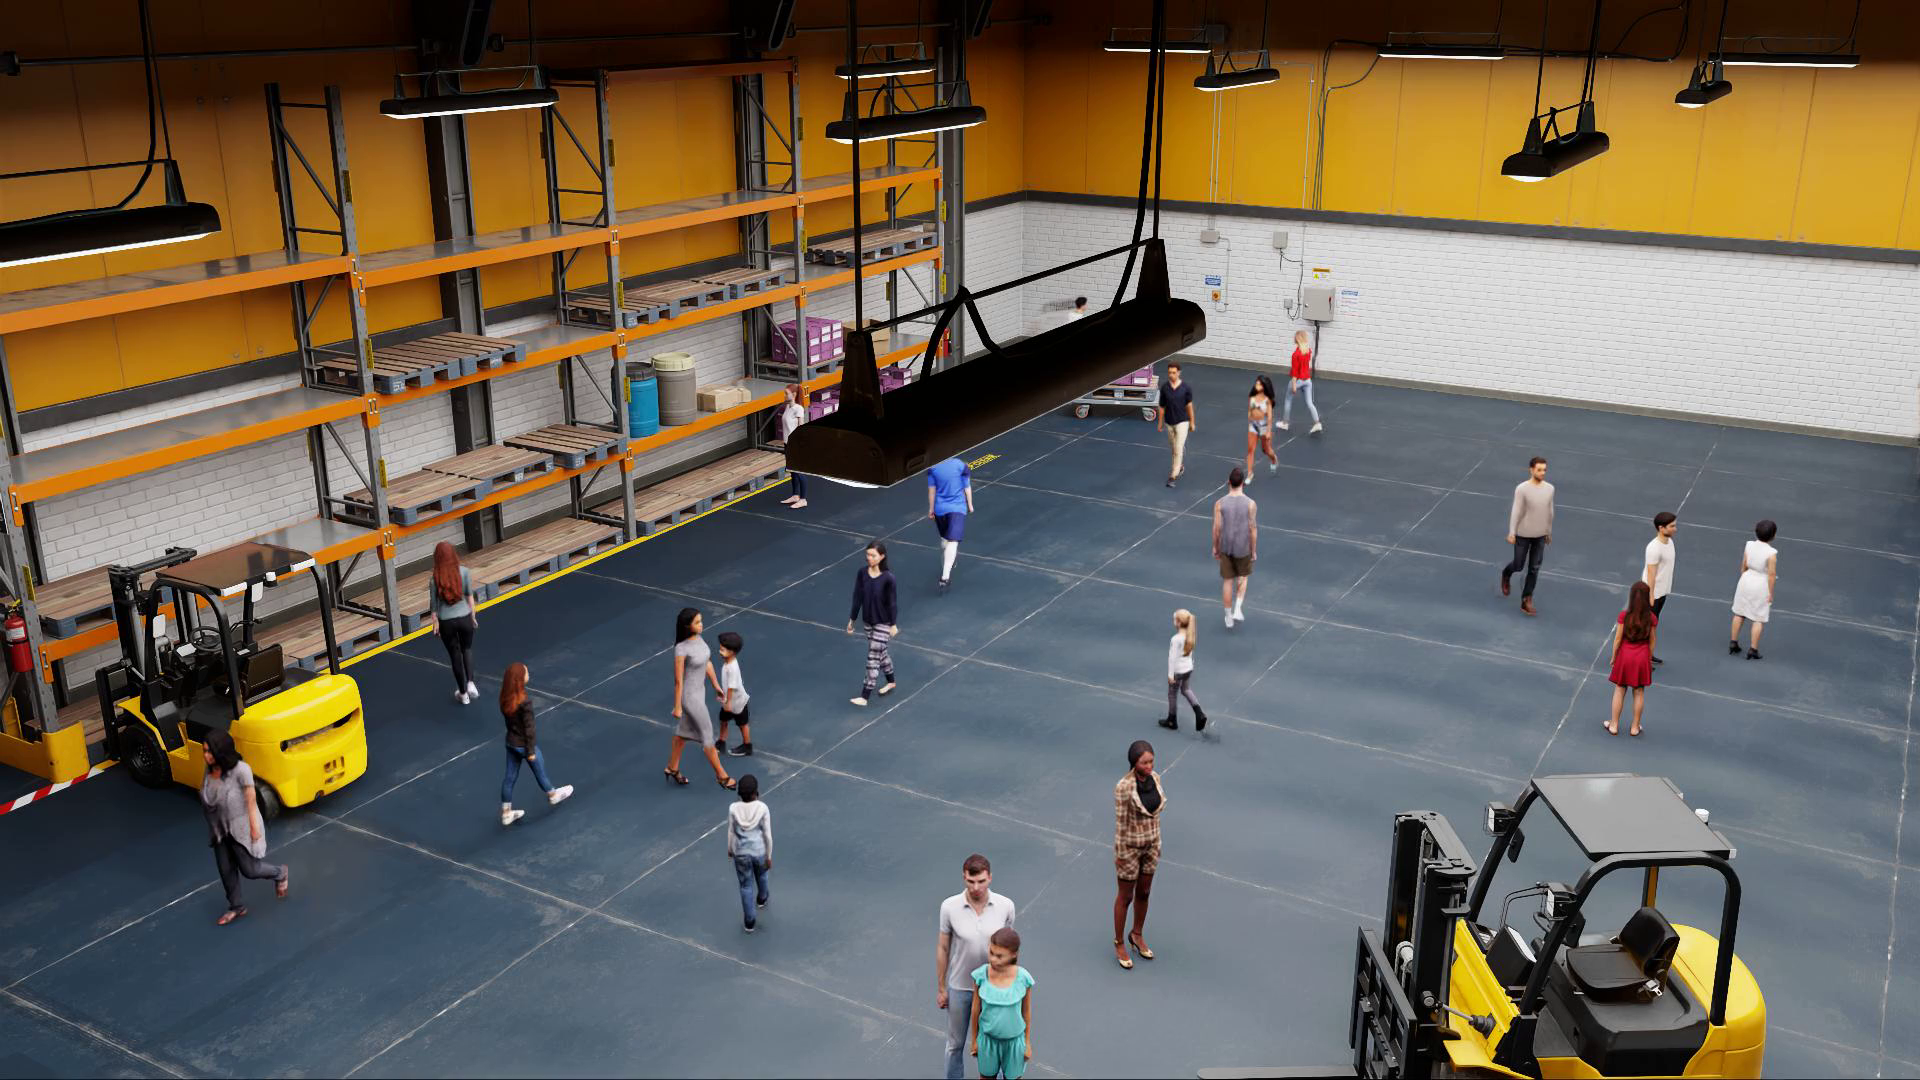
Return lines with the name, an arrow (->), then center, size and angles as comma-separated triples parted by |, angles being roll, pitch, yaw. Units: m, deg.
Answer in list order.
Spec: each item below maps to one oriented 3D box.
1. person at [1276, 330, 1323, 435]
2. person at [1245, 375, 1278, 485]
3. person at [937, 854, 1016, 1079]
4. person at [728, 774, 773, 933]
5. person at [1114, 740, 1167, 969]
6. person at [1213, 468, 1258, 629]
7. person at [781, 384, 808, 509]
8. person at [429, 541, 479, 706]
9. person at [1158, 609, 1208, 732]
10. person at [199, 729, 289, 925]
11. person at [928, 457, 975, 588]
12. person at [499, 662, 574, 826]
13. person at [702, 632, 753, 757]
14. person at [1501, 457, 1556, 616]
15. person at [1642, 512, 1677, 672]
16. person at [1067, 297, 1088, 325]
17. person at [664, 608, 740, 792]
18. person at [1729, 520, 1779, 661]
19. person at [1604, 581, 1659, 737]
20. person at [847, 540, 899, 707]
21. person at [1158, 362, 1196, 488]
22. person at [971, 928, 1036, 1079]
person -> 5.555, -2.502, 26.772 | 1.155, 1.670, 0.995 | -13, 22, -33
person -> 4.418, -1.615, 24.240 | 0.686, 1.604, 1.011 | 16, 24, 39
person -> 0.109, 2.839, 10.628 | 0.731, 1.851, 0.742 | -1, 19, -4
person -> -1.621, 2.427, 12.810 | 0.751, 1.239, 0.845 | -3, 19, -9
person -> 1.305, 2.303, 12.307 | 0.619, 1.795, 0.726 | -13, 22, -33
person -> 3.053, 0.114, 18.508 | 0.735, 1.835, 0.734 | 4, 19, 11
person -> -2.295, -1.321, 23.156 | 0.664, 1.739, 0.643 | -11, 22, -30
person -> -5.030, 0.868, 16.662 | 0.798, 1.736, 0.834 | -11, 21, -29
person -> 2.200, 1.280, 16.168 | 0.746, 1.269, 0.684 | -17, 25, -40
person -> -5.591, 2.191, 12.962 | 0.688, 1.589, 0.864 | 8, 20, 22
person -> -0.136, -0.306, 20.045 | 0.840, 1.801, 1.251 | 6, 20, 17
person -> -3.856, 1.784, 14.399 | 0.658, 1.443, 0.960 | 13, 23, 34
person -> -2.068, 1.457, 15.682 | 0.786, 1.245, 0.724 | -5, 19, -15
person -> 6.586, -0.083, 19.299 | 0.984, 1.855, 1.076 | -3, 19, -9
person -> 7.401, 0.515, 17.733 | 0.721, 1.722, 0.537 | 15, 24, 38
person -> 1.970, -3.374, 29.207 | 0.821, 1.769, 0.795 | -11, 22, -30
person -> -2.501, 1.439, 14.947 | 0.853, 1.748, 1.016 | 4, 19, 11
person -> 8.583, 0.532, 17.949 | 0.676, 1.551, 0.663 | -11, 21, -29
person -> 6.523, 1.144, 16.124 | 0.617, 1.557, 0.676 | 4, 19, 13
person -> -0.798, 0.804, 16.909 | 0.696, 1.699, 1.048 | 14, 23, 36
person -> 3.187, -1.702, 24.197 | 0.713, 1.798, 1.138 | 8, 20, 23
person -> 0.262, 3.093, 10.336 | 0.617, 1.557, 0.625 | 3, 19, 8
